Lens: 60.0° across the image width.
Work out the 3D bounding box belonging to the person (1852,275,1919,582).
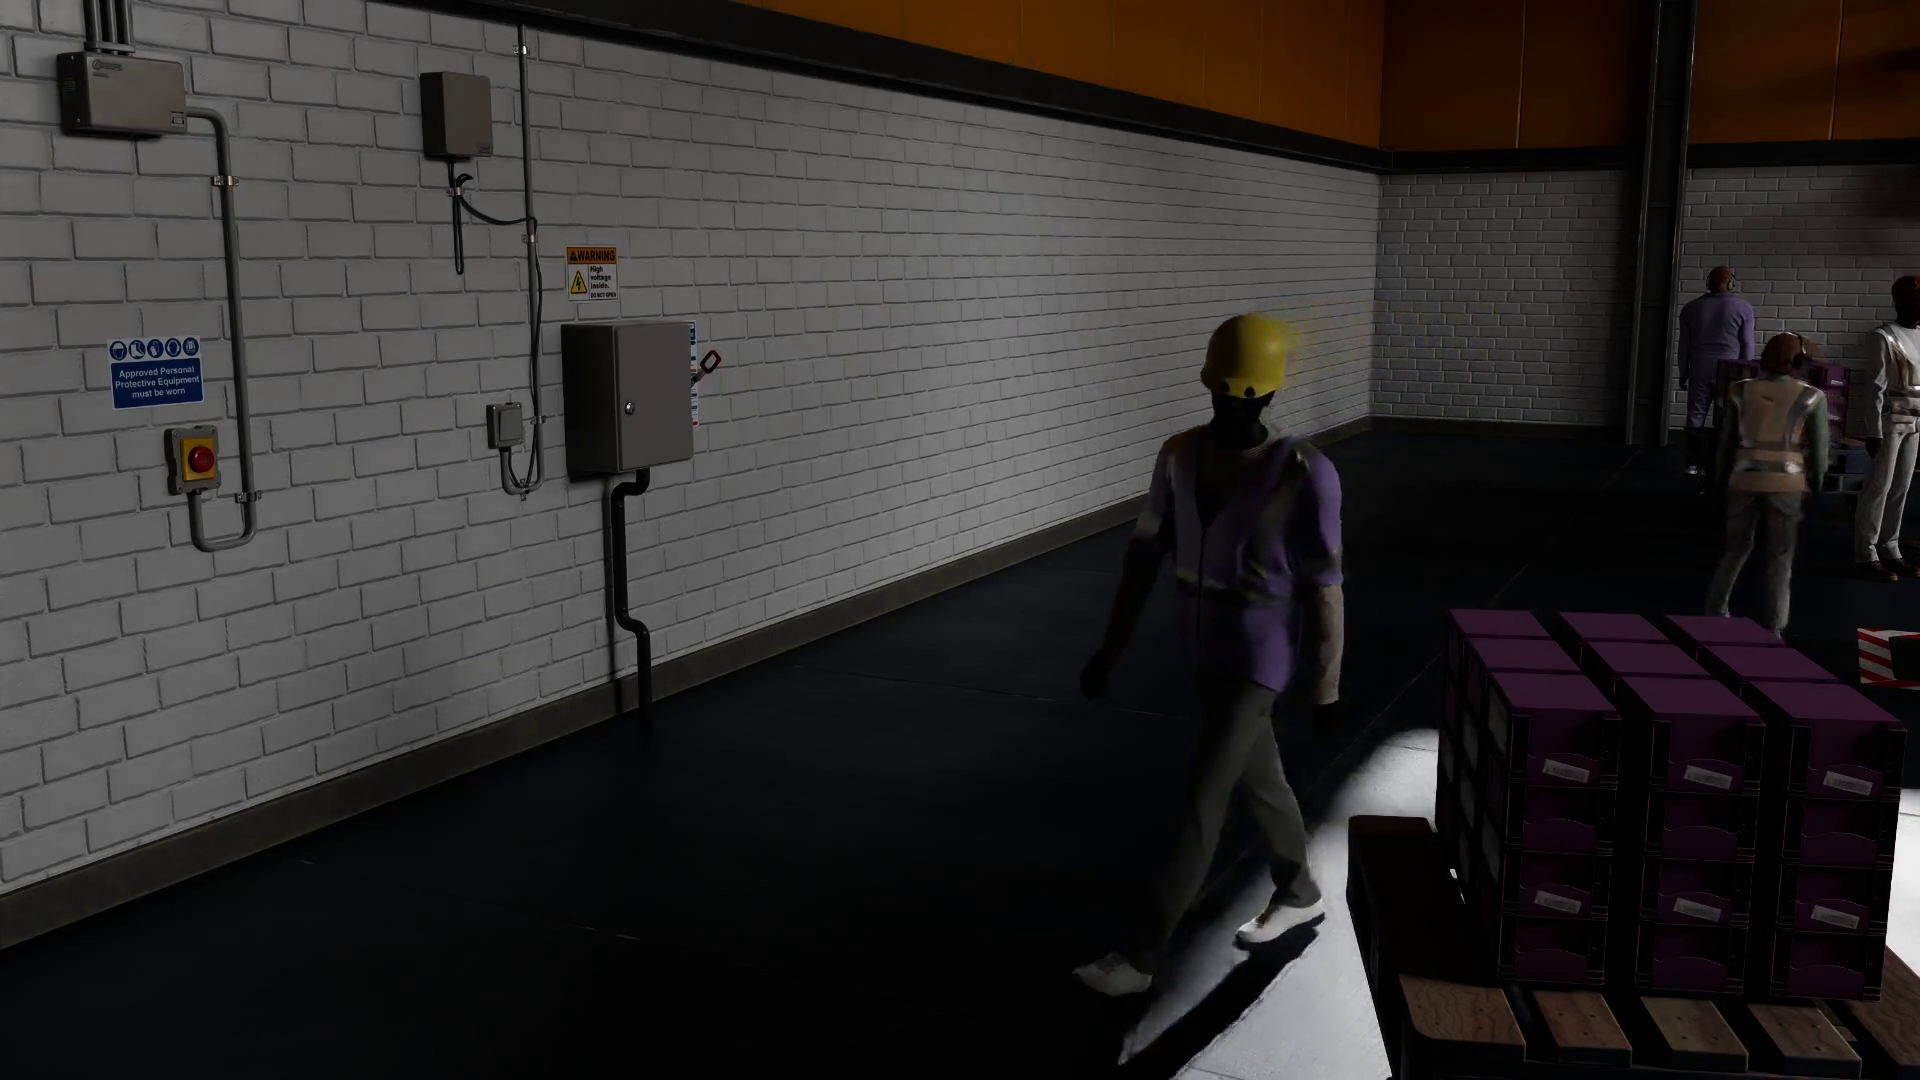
[{"bbox_3d":[5.807,-0.686,10.302,0.583,1.882,0.350,-6,11,-31],"label":"person"}]

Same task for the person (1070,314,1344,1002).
[{"bbox_3d":[0.722,0.315,4.576,1.041,1.853,0.618,-6,12,-33],"label":"person"}]

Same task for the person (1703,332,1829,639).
[{"bbox_3d":[4.185,-0.269,8.646,0.376,1.619,0.562,-9,13,-41],"label":"person"}]

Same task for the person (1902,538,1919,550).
[{"bbox_3d":[6.623,-0.797,11.070,0.430,1.843,0.623,2,10,9],"label":"person"}]

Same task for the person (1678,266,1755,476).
[{"bbox_3d":[6.825,-1.513,15.026,0.638,1.908,0.409,7,12,36],"label":"person"}]
